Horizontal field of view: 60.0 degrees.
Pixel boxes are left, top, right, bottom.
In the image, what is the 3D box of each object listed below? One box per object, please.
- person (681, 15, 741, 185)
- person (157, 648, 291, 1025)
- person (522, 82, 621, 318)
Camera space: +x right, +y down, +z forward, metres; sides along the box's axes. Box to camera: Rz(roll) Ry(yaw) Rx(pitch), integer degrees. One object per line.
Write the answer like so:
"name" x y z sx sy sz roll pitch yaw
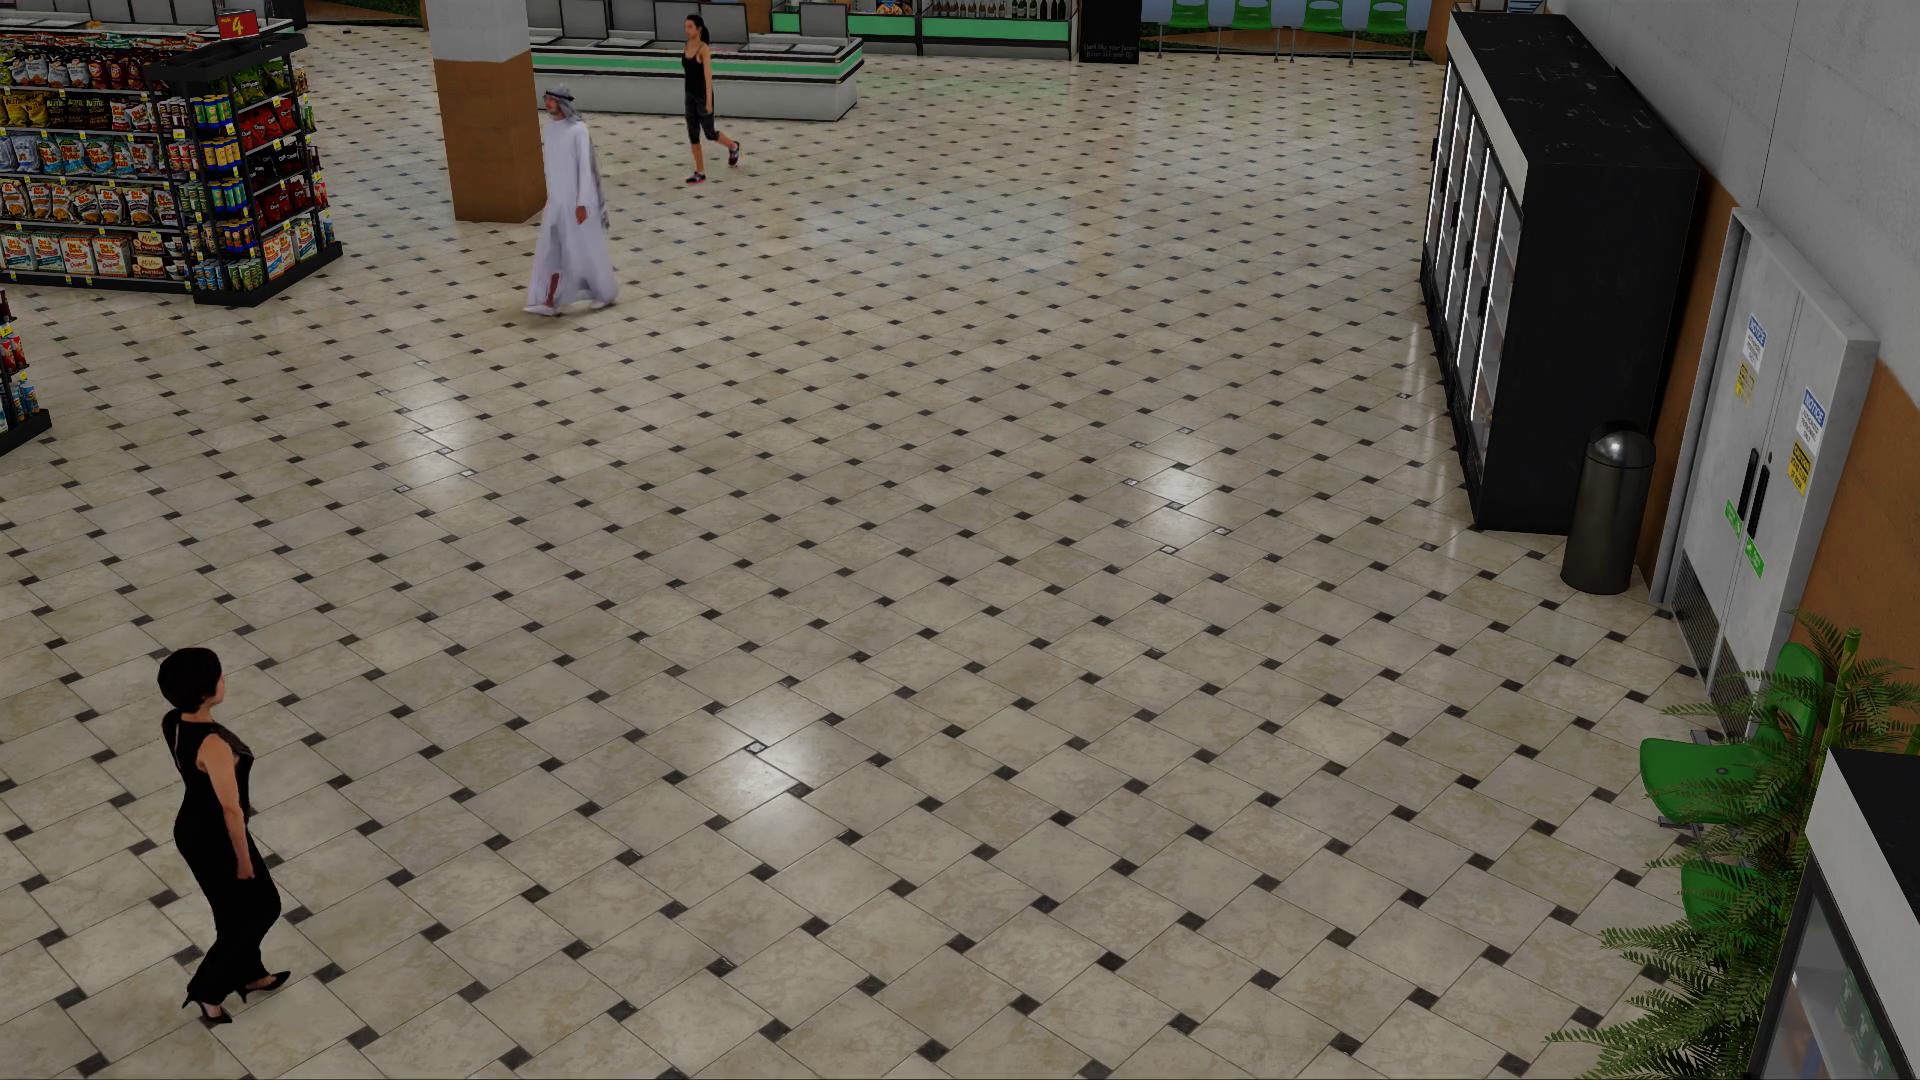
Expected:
"person" -2.662 -4.636 17.496 0.991 1.703 0.943 22 34 37
"person" -2.843 1.152 6.205 0.761 1.592 0.805 19 33 33
"person" -3.101 -2.783 13.638 1.241 1.888 1.086 16 31 28
